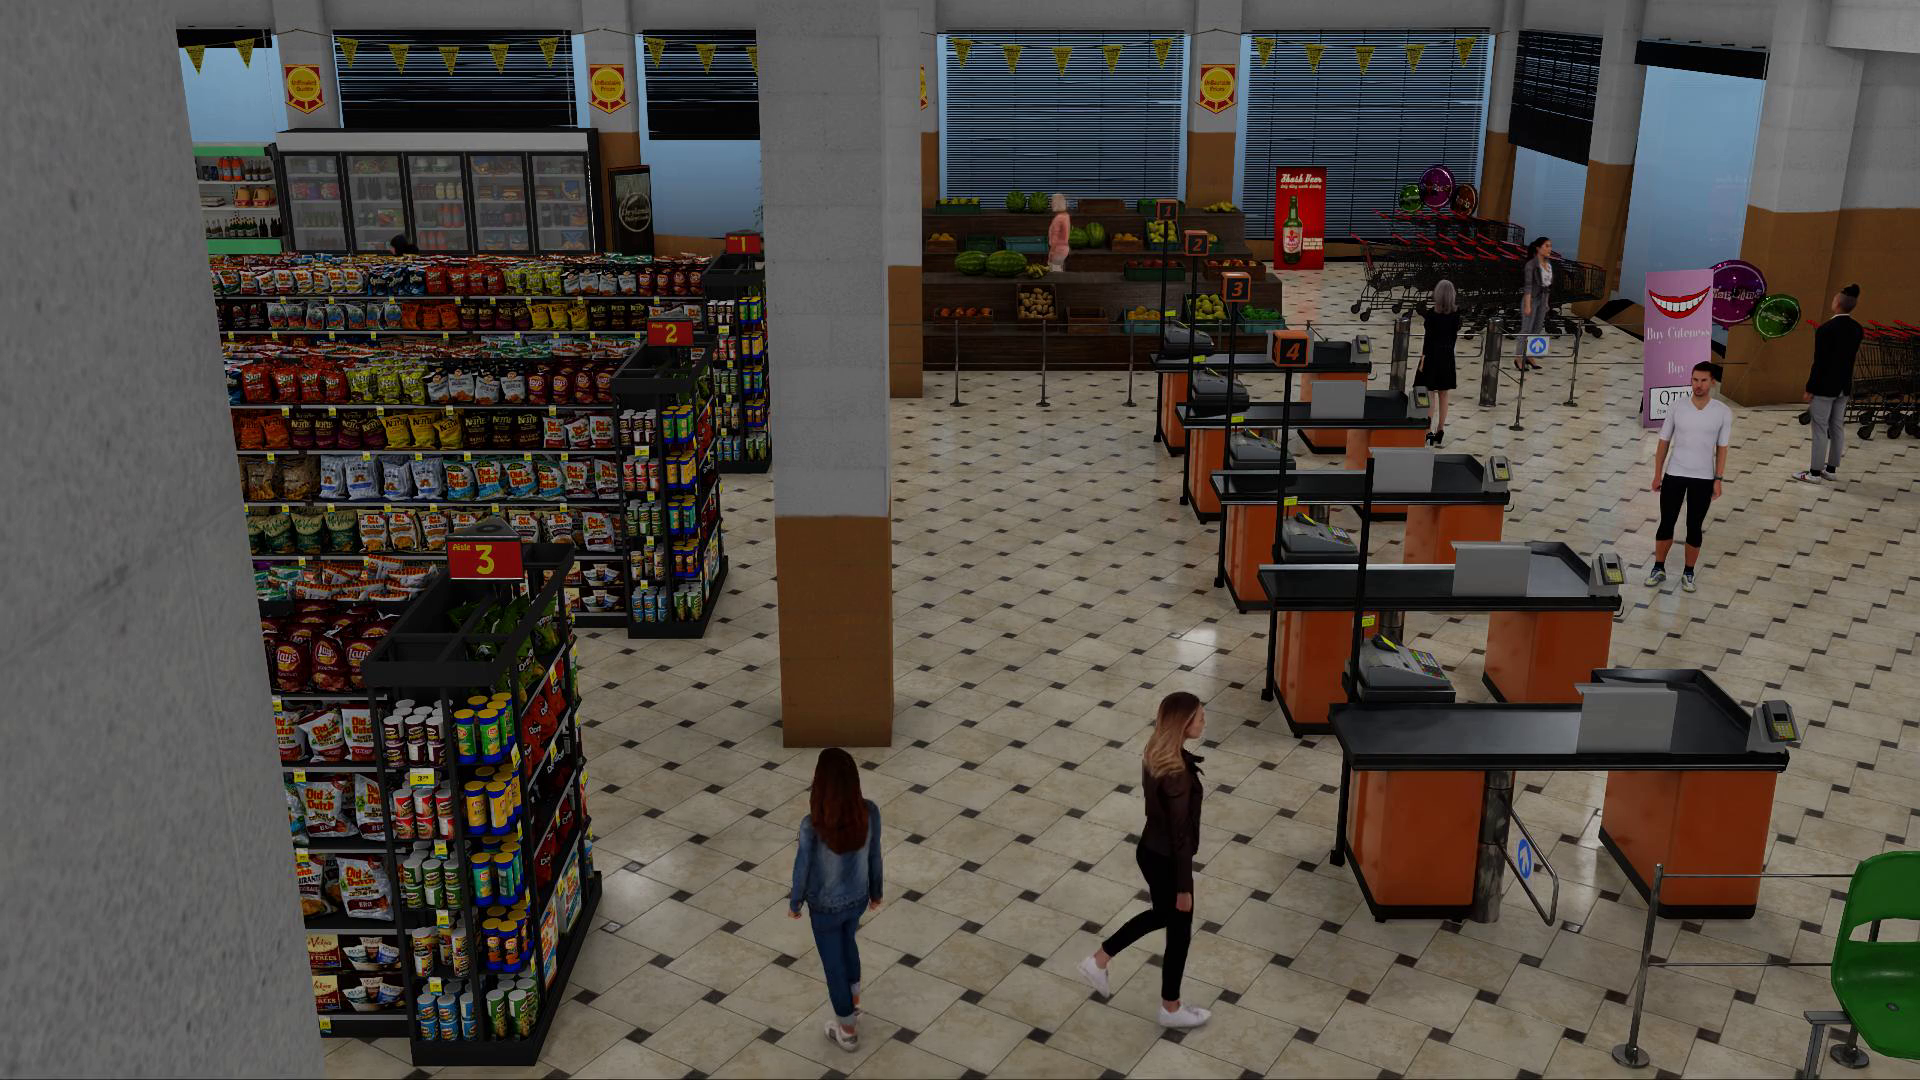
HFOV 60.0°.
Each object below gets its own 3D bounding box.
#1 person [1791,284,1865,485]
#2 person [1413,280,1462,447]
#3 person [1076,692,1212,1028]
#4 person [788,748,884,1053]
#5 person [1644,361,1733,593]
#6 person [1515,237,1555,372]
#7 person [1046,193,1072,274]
[{"bbox_3d":[8.443,-1.515,16.088,0.681,1.948,0.841,-7,20,-20],"label":"person"},{"bbox_3d":[5.011,-1.867,17.447,0.627,1.747,0.739,-8,20,-22],"label":"person"},{"bbox_3d":[0.872,1.485,7.596,0.887,1.690,0.676,-2,19,-6],"label":"person"},{"bbox_3d":[-0.511,1.649,7.462,0.648,1.465,0.726,-13,23,-34],"label":"person"},{"bbox_3d":[5.830,-0.521,13.293,0.668,1.851,0.814,9,21,25],"label":"person"},{"bbox_3d":[7.179,-2.951,20.777,0.695,1.674,0.772,-14,23,-36],"label":"person"},{"bbox_3d":[1.547,-4.262,24.606,0.688,1.713,0.678,6,19,16],"label":"person"}]
